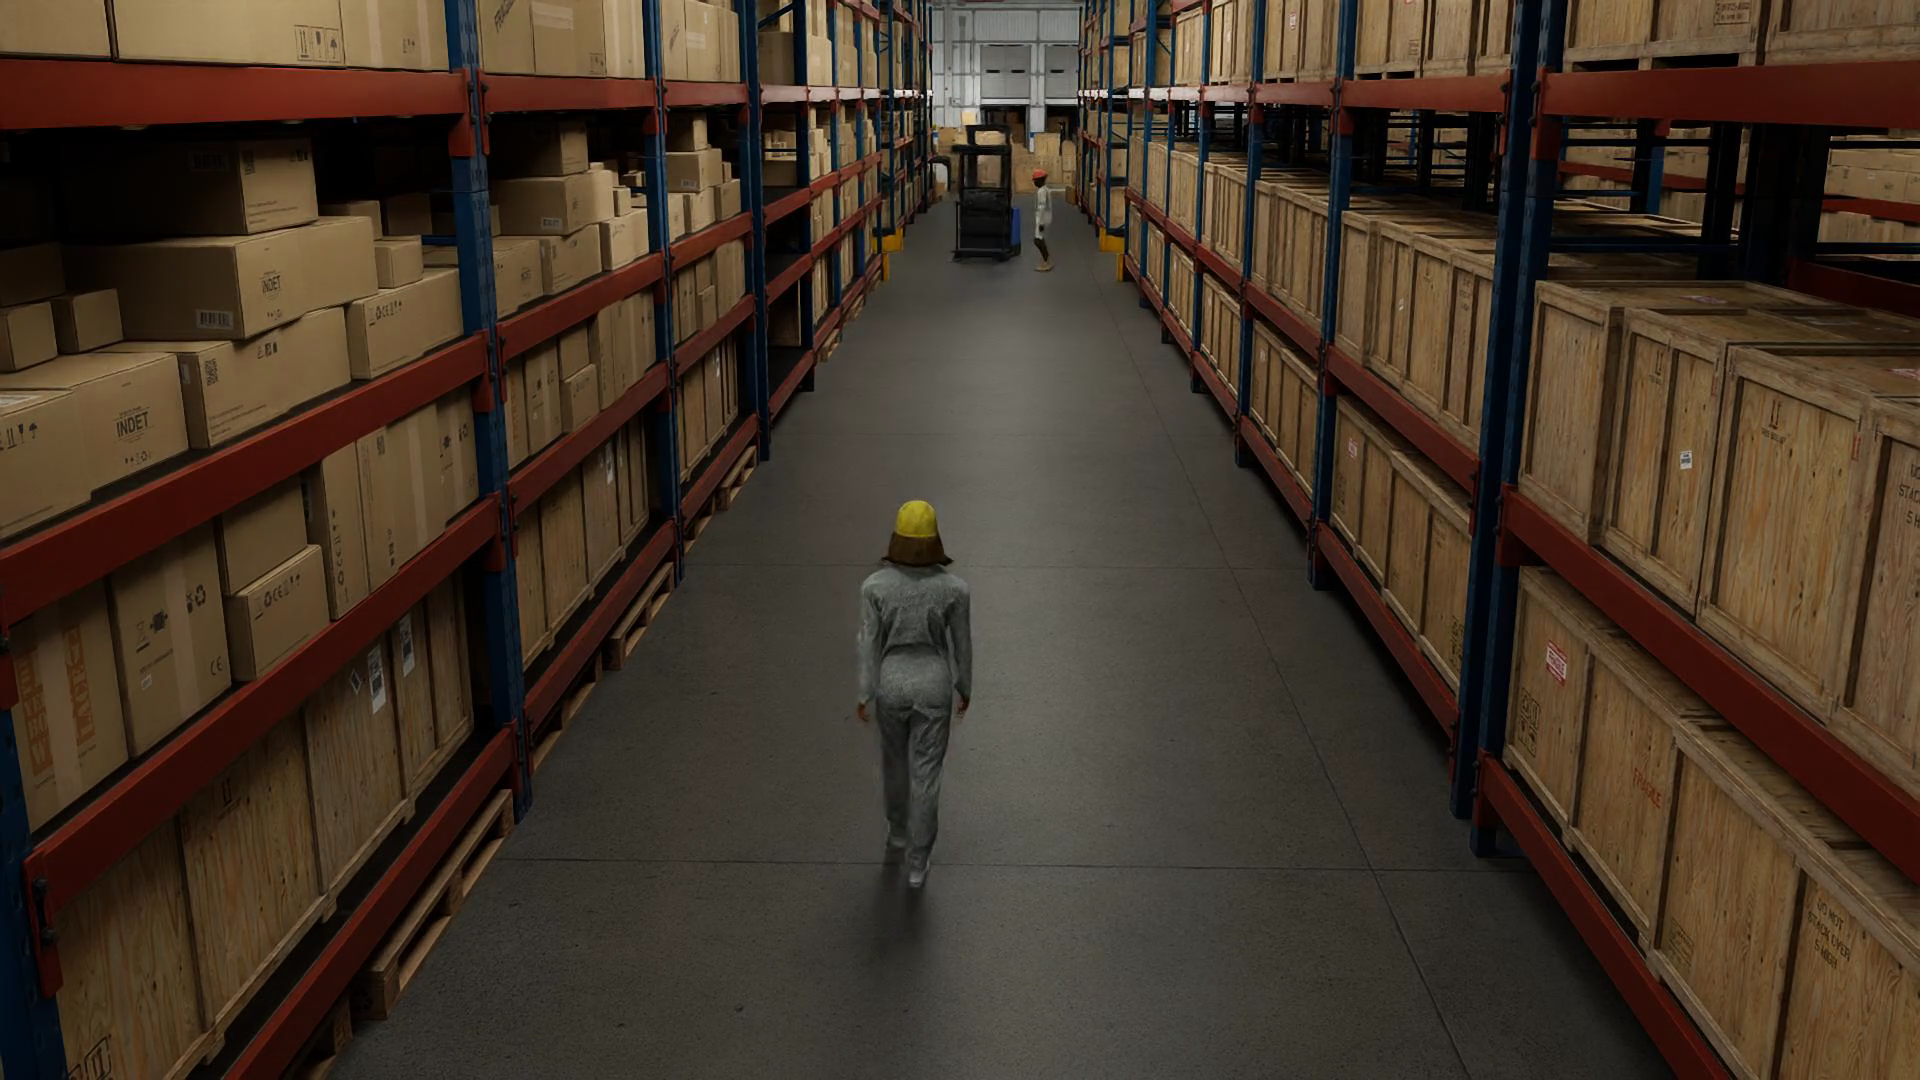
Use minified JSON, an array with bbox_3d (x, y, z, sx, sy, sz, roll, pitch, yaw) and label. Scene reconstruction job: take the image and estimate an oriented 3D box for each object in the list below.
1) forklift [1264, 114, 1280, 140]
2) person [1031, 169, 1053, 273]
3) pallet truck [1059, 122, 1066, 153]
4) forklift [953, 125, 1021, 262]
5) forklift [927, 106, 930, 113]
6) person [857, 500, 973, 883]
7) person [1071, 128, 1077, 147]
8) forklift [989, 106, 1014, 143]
[{"bbox_3d":[11.021,-13.940,59.658,1.129,2.768,1.873,0,15,2],"label":"forklift"},{"bbox_3d":[1.598,-6.307,32.909,0.432,2.013,0.640,3,15,11],"label":"person"},{"bbox_3d":[5.788,-21.111,88.014,1.885,1.965,0.823,5,16,18],"label":"pallet truck"},{"bbox_3d":[0.614,-7.381,35.253,1.129,2.768,1.873,4,15,13],"label":"forklift"},{"bbox_3d":[-2.001,-20.667,84.687,1.129,2.768,1.873,0,15,2],"label":"forklift"},{"bbox_3d":[-0.195,0.646,7.573,0.514,1.715,0.741,1,15,3],"label":"person"},{"bbox_3d":[6.208,-21.477,90.069,0.477,1.621,0.538,-12,19,-38],"label":"person"},{"bbox_3d":[1.901,-20.054,82.405,1.129,2.768,1.873,7,17,24],"label":"forklift"}]
